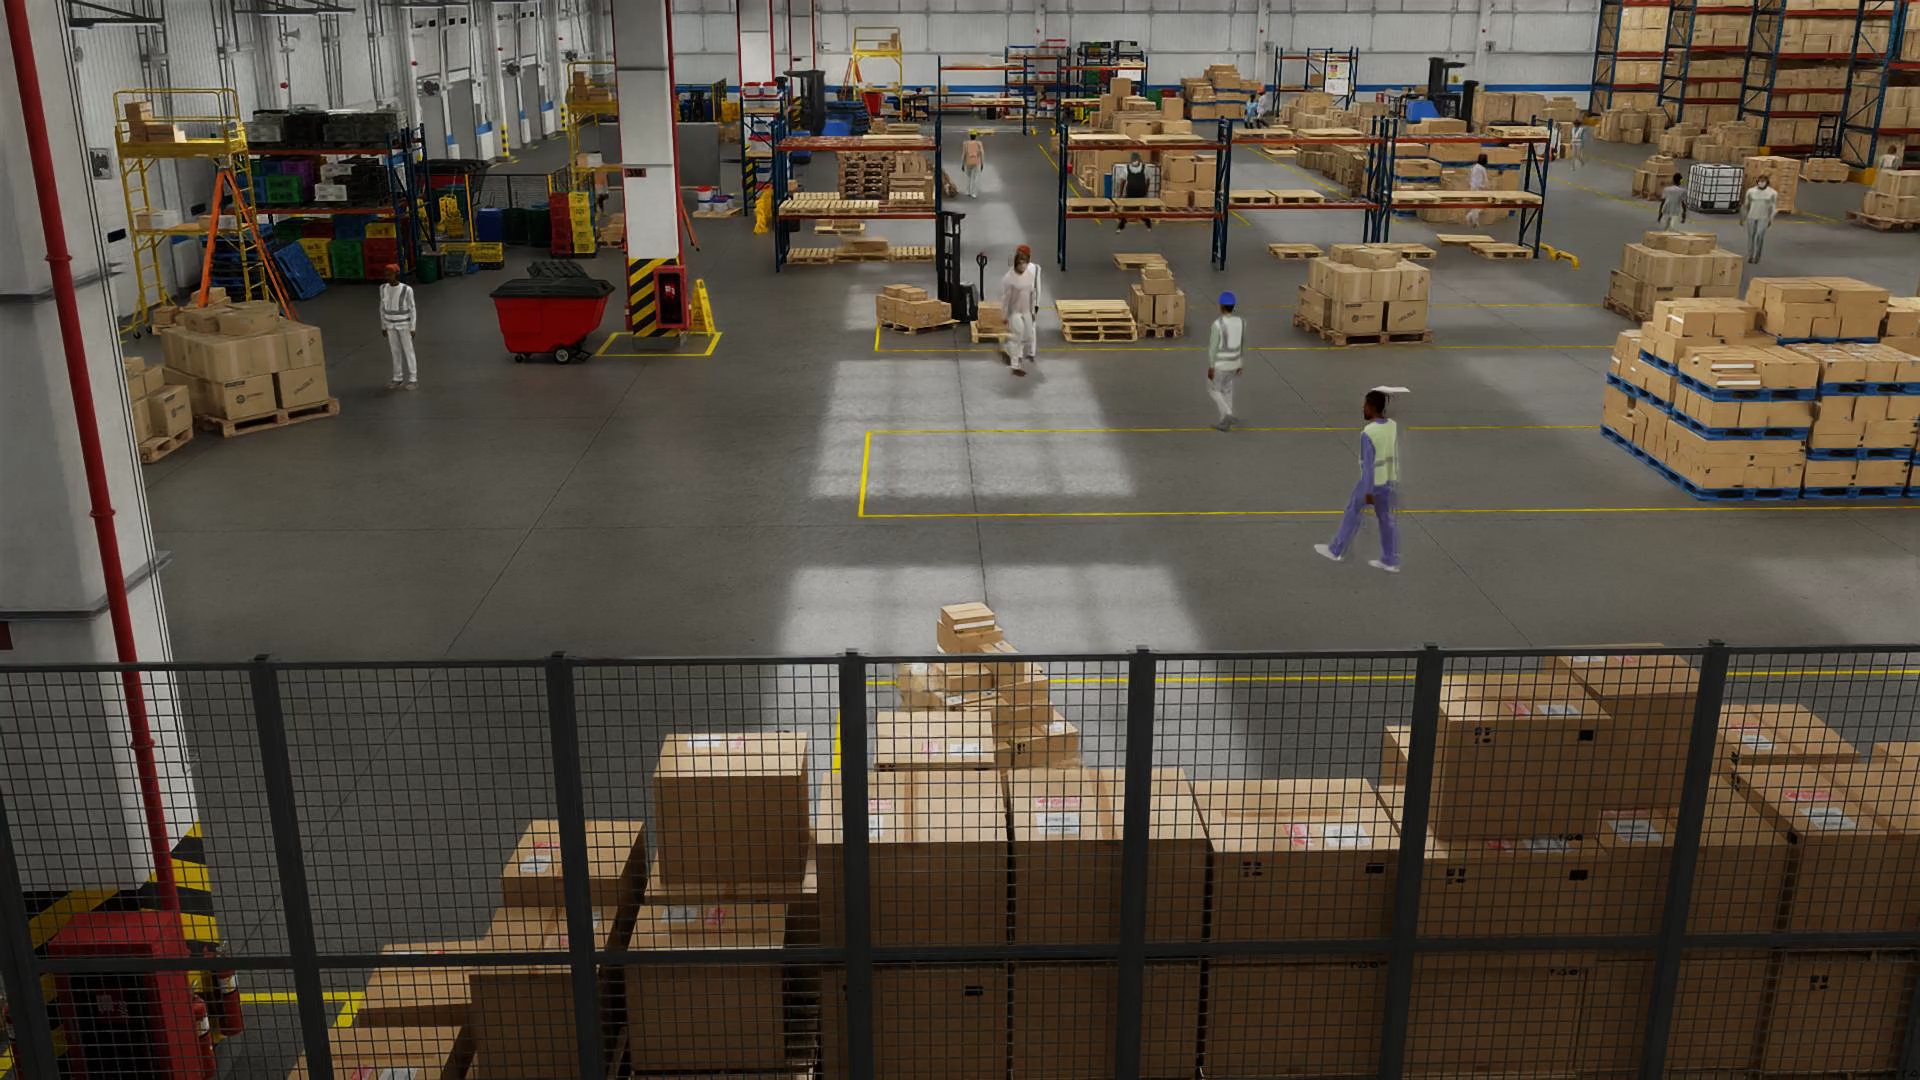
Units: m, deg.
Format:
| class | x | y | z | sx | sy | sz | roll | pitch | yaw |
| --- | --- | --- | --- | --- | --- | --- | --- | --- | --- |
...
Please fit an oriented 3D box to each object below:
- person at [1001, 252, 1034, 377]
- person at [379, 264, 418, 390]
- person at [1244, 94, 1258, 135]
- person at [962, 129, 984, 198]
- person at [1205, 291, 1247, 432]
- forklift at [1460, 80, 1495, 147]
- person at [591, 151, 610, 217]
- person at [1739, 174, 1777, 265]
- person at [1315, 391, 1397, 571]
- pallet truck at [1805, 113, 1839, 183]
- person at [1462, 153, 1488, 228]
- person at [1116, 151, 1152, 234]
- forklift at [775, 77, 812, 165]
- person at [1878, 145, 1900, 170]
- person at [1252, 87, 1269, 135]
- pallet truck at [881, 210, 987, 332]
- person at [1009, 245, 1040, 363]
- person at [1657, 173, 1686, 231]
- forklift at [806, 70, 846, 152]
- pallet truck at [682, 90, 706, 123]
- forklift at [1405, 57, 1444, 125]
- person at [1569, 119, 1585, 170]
| class | x | y | z | sx | sy | sz | roll | pitch | yaw |
| --- | --- | --- | --- | --- | --- | --- | --- | --- | --- |
| person | 0.864 | -3.516 | 25.777 | 0.535 | 1.921 | 0.651 | 18 | 25 | 42 |
| person | -8.393 | -3.183 | 24.849 | 0.584 | 1.882 | 0.344 | 6 | 19 | 16 |
| person | 11.291 | -16.480 | 64.603 | 0.540 | 1.675 | 0.369 | 11 | 22 | 30 |
| person | 0.361 | -10.658 | 46.996 | 0.617 | 1.892 | 0.884 | 0 | 19 | -1 |
| person | 3.586 | -2.384 | 22.402 | 0.636 | 1.929 | 0.471 | -13 | 23 | -34 |
| forklift | 16.146 | -13.225 | 53.105 | 1.873 | 2.768 | 1.129 | 4 | 19 | 13 |
| person | -9.370 | -9.257 | 43.174 | 0.528 | 1.677 | 0.540 | 13 | 23 | 34 |
| person | 17.135 | -6.891 | 35.791 | 0.651 | 1.915 | 0.719 | 11 | 22 | 29 |
| person | 4.209 | -0.642 | 17.324 | 0.599 | 1.878 | 0.953 | -17 | 25 | -41 |
| pallet truck | 26.403 | -11.957 | 50.702 | 0.823 | 1.965 | 1.885 | 6 | 19 | 16 |
| person | 12.799 | -8.617 | 41.059 | 0.441 | 1.823 | 0.628 | 8 | 20 | 22 |
| person | 4.202 | -8.426 | 40.160 | 0.868 | 2.000 | 0.581 | 2 | 19 | 6 |
| forklift | -5.919 | -13.893 | 55.087 | 1.873 | 2.768 | 1.129 | -1 | 19 | -1 |
| person | 25.209 | -9.923 | 45.264 | 0.675 | 1.620 | 0.522 | -15 | 24 | -37 |
| person | 11.932 | -16.874 | 65.465 | 0.760 | 1.892 | 0.547 | -1 | 19 | -3 |
| pallet truck | -0.493 | -4.759 | 29.349 | 1.885 | 1.965 | 0.823 | -13 | 23 | -34 |
| person | 1.012 | -3.767 | 26.593 | 0.597 | 1.882 | 0.366 | -10 | 21 | -28 |
| person | 15.820 | -7.210 | 36.908 | 0.994 | 1.810 | 0.554 | -17 | 25 | -42 |
| forklift | -5.084 | -15.224 | 59.033 | 1.873 | 2.768 | 1.129 | -10 | 21 | -26 |
| pallet truck | -9.671 | -15.907 | 62.421 | 0.823 | 1.965 | 1.885 | 5 | 19 | 15 |
| forklift | 19.573 | -18.503 | 68.761 | 1.873 | 2.768 | 1.129 | 0 | 19 | -1 |
| person | 19.954 | -12.756 | 53.657 | 0.542 | 1.613 | 0.554 | -12 | 22 | -31 |
